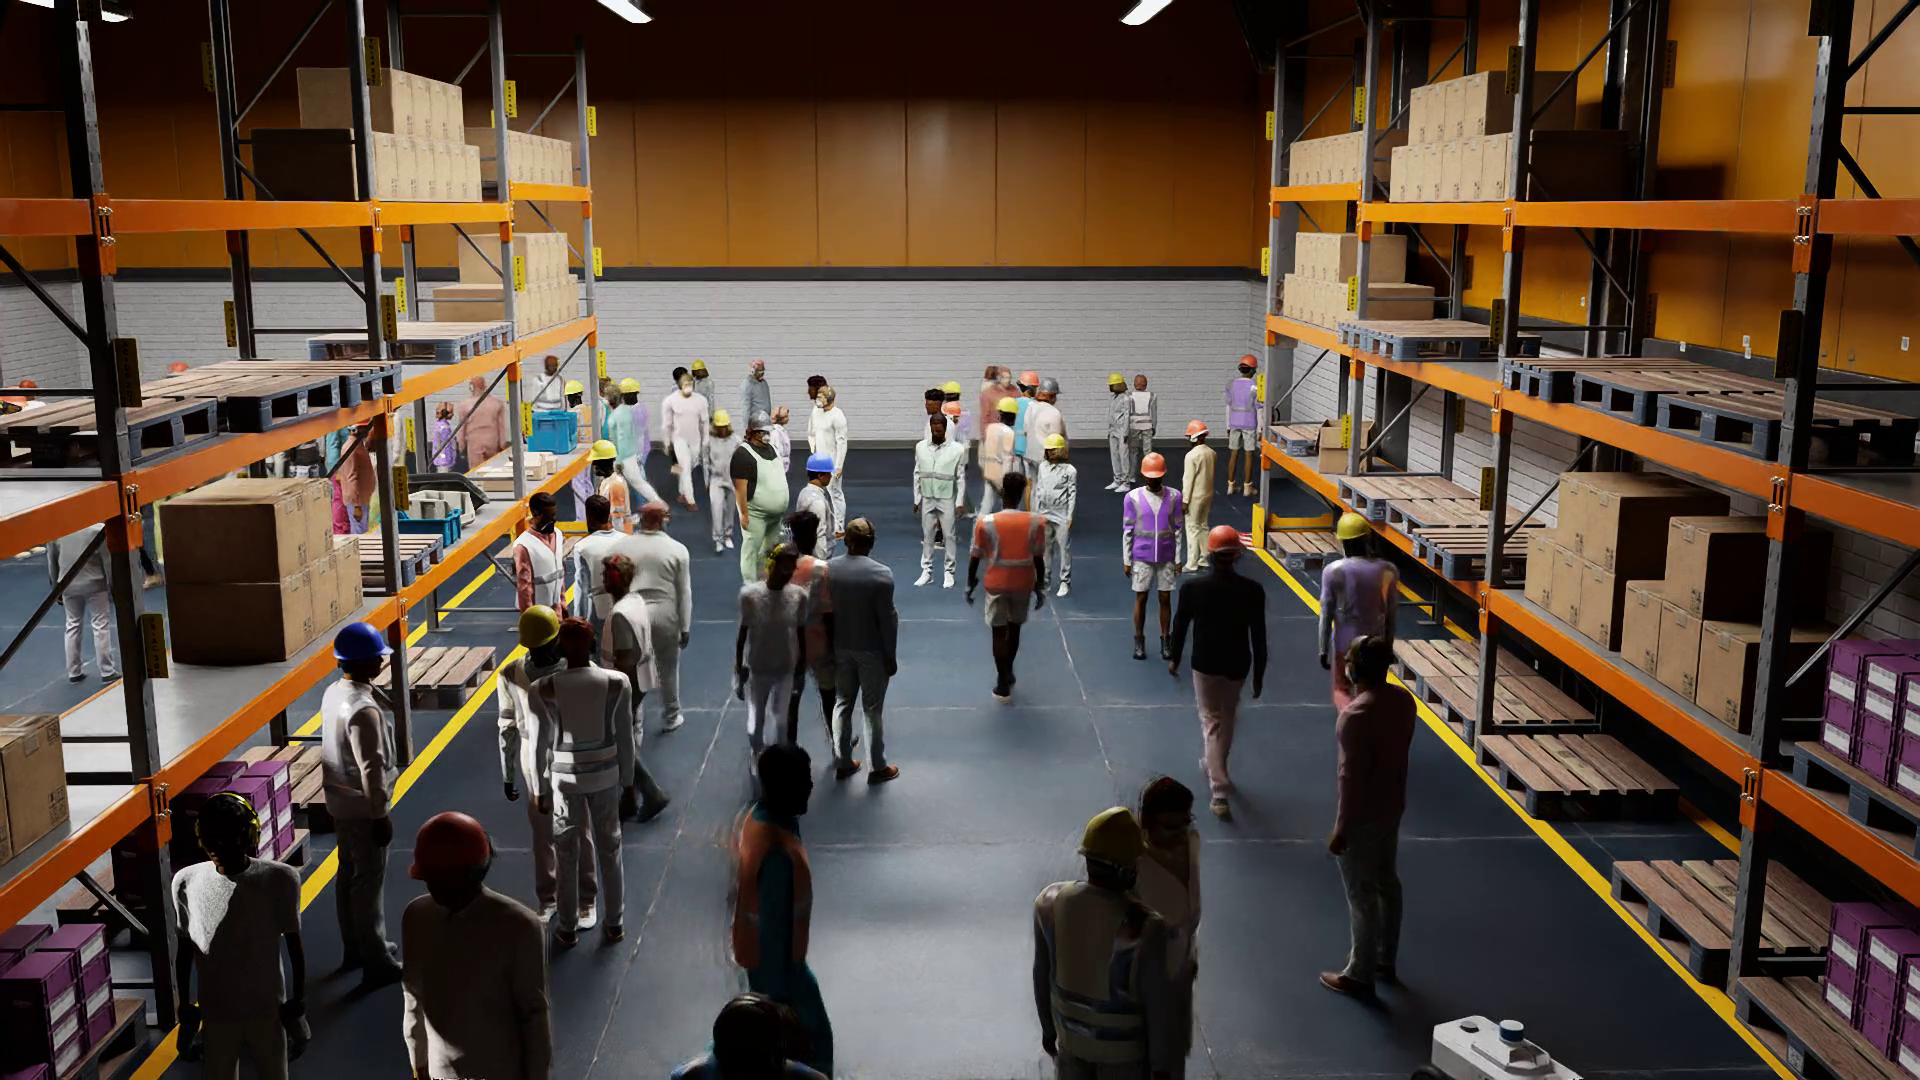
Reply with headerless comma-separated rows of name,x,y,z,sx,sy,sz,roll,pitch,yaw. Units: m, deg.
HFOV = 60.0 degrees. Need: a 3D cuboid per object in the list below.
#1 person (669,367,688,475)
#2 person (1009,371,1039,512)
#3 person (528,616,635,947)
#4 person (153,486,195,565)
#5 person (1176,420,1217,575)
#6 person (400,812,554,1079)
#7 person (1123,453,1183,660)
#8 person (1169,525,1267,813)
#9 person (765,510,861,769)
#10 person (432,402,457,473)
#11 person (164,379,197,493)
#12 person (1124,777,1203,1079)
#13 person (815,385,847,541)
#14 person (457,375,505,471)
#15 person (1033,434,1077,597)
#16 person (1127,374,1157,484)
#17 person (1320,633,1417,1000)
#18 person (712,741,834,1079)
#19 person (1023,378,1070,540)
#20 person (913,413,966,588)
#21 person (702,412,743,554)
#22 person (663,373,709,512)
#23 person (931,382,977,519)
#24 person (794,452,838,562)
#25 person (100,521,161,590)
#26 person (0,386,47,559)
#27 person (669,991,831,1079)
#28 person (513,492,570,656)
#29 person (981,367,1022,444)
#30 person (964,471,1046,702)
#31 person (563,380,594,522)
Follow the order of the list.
person,-4.379,-1.855,25.835,0.354,1.679,0.542,-2,12,-12
person,0.863,-1.157,21.432,0.613,2.039,0.393,11,16,43
person,-2.100,1.348,9.287,0.576,1.880,0.353,-4,12,-18
person,-9.184,-0.669,19.296,0.586,1.920,0.397,-3,12,-15
person,2.672,-0.485,18.822,0.348,1.740,0.574,9,14,38
person,-1.779,1.935,6.088,0.637,1.986,0.414,4,12,18
person,1.762,0.151,15.180,0.548,1.924,0.387,0,11,-2
person,1.793,0.868,11.540,0.615,1.950,1.014,-2,11,-8
person,-1.081,0.726,12.228,0.636,1.938,0.792,5,12,24
person,-6.674,-0.983,21.590,0.323,1.630,0.525,-6,13,-27
person,-10.364,-1.240,22.129,0.543,1.930,0.388,8,14,37
person,0.772,1.823,7.073,0.684,1.806,0.622,8,14,36
person,-1.628,-0.960,20.699,0.355,1.938,0.637,-7,13,-31
person,-6.492,-1.316,22.627,0.648,1.881,0.766,-6,13,-29
person,1.006,-0.268,17.722,0.483,1.745,0.299,8,14,34
person,2.701,-1.663,24.978,0.515,1.640,0.315,-1,11,-5
person,2.139,1.433,8.706,0.355,1.936,0.635,10,15,41
person,-0.836,1.771,7.157,0.893,1.889,0.603,-3,12,-13
person,1.099,-1.029,20.791,0.536,2.000,0.694,-6,13,-28
person,-0.227,-0.437,18.146,0.587,1.915,0.391,4,12,18
person,-2.809,-0.683,19.926,0.508,1.697,0.902,-3,12,-17
person,-3.801,-1.382,22.963,0.639,1.900,1.007,-6,13,-26
person,-0.106,-1.138,21.817,0.601,1.859,0.976,5,12,23
person,-1.292,0.168,15.057,0.418,1.939,0.612,-3,12,-13
person,-8.972,-0.219,17.690,0.546,1.644,0.894,9,14,38
person,-11.134,-0.801,19.670,0.394,2.034,0.605,1,11,6
person,-0.668,2.247,4.962,0.637,1.810,0.816,3,12,16
person,-3.315,0.554,13.200,0.402,1.908,0.598,3,12,15
person,0.568,-1.603,24.114,0.629,1.870,0.881,-7,13,-30
person,0.384,0.378,14.025,0.670,1.927,0.646,-2,12,-12
person,-4.921,-1.105,21.495,0.399,1.913,0.593,2,12,12
